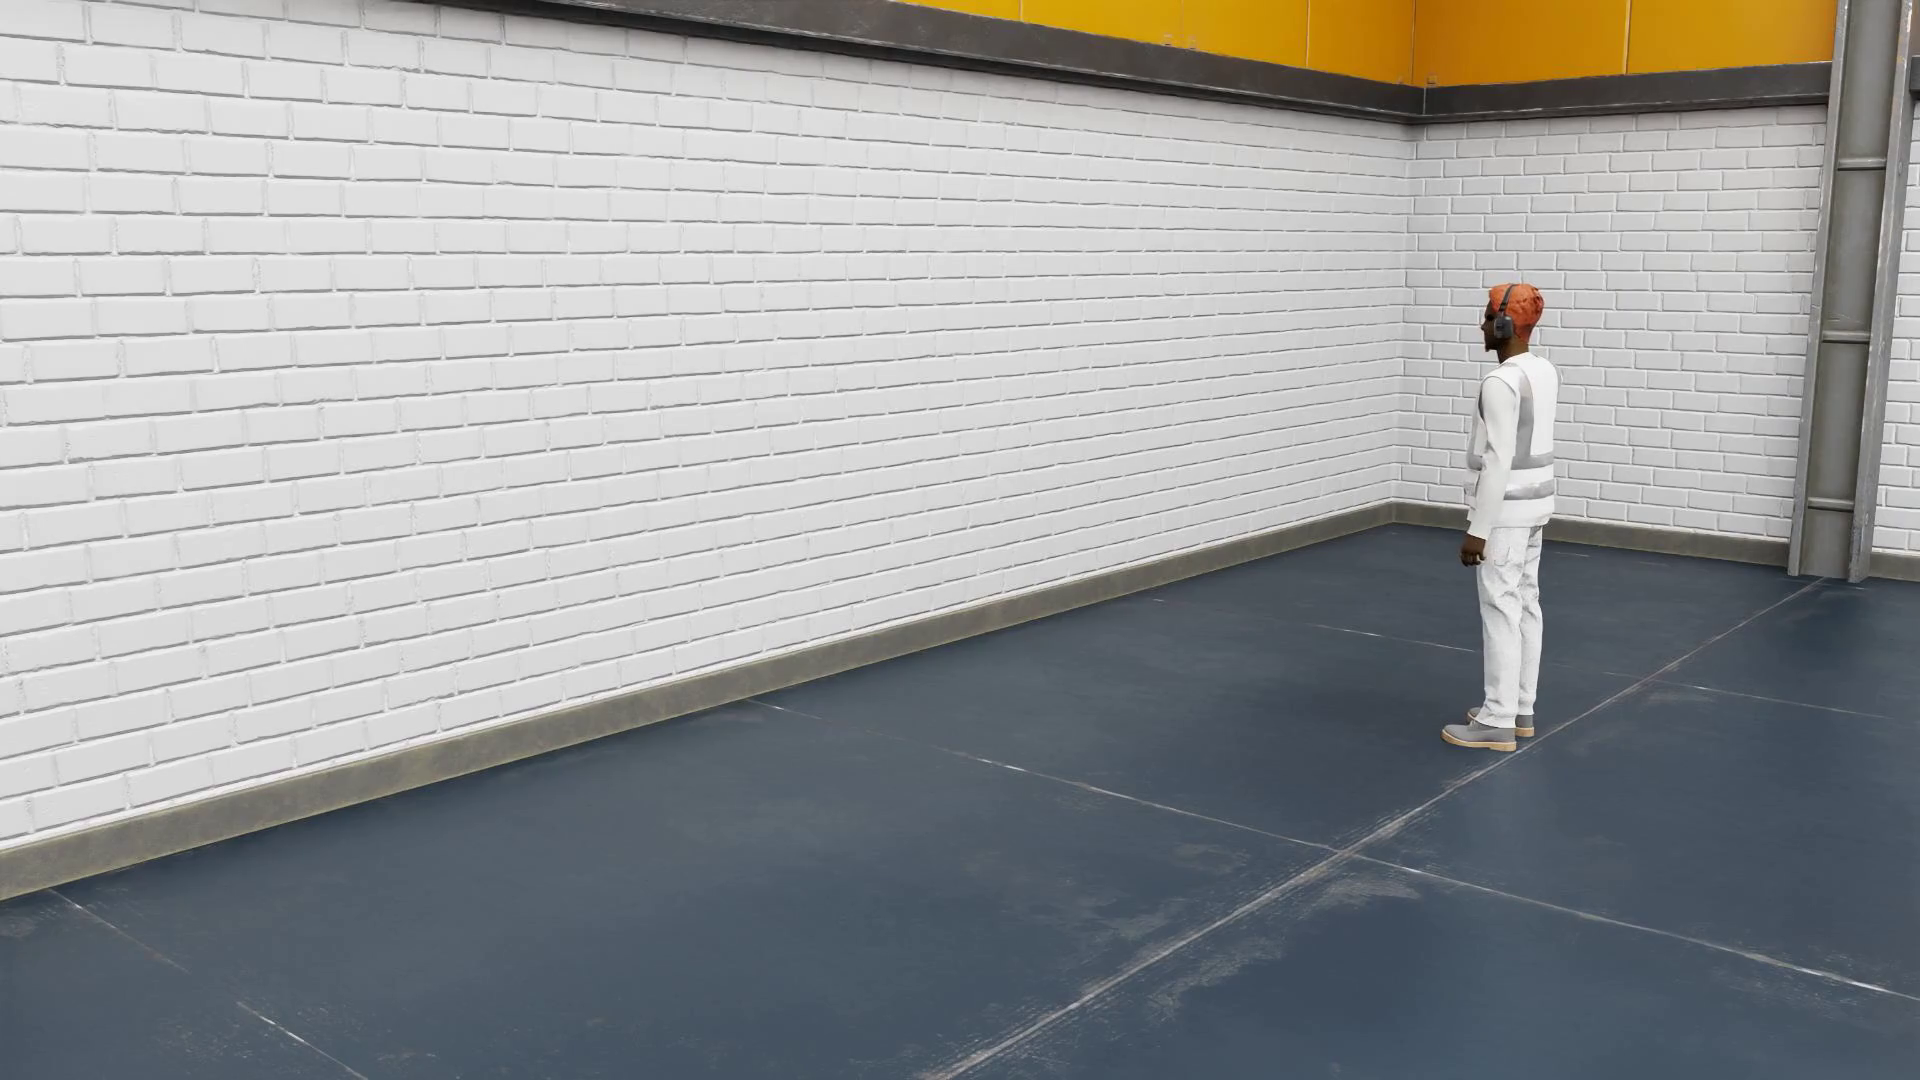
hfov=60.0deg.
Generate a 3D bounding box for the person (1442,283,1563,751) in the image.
[{"bbox_3d":[2.205,-0.089,6.735,0.355,1.883,0.573,8,13,38],"label":"person"}]
